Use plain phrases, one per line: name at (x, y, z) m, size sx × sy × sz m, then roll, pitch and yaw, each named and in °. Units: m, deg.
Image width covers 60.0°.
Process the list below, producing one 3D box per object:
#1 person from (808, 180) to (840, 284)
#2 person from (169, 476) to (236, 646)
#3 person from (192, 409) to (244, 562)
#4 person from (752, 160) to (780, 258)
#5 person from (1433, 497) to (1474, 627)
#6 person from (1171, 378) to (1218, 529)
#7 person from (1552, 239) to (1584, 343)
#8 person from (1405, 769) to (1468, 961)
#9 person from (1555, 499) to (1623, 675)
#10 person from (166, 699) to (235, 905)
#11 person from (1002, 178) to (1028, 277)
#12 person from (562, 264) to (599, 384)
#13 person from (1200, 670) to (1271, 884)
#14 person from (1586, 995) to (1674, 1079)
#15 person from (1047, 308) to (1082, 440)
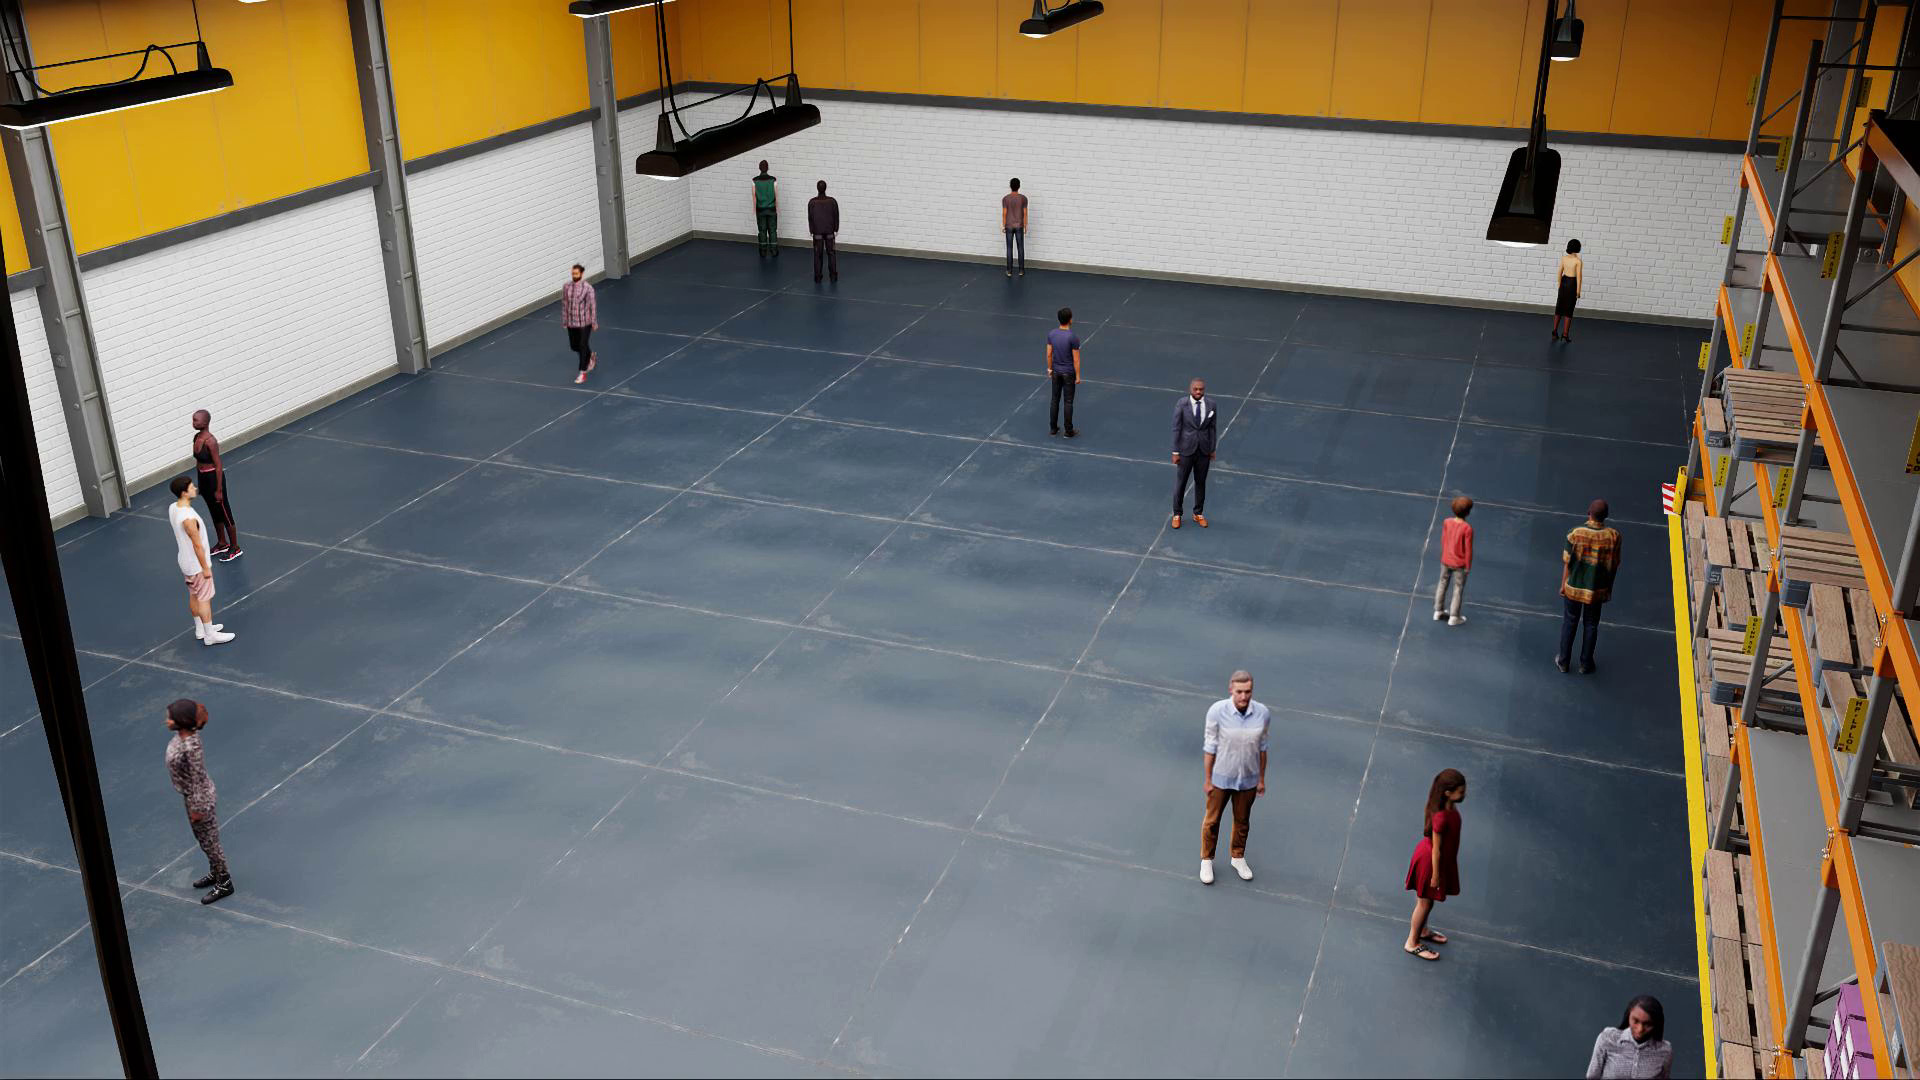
person at (-2.454, -5.556, 29.949) m, size 0.797 × 1.839 × 0.767 m, roll -3°, pitch 24°, yaw -8°
person at (-7.758, 0.203, 16.836) m, size 0.730 × 1.789 × 0.726 m, roll -20°, pitch 31°, yaw -38°
person at (-8.436, -0.642, 18.808) m, size 0.638 × 1.758 × 0.609 m, roll 16°, pitch 28°, yaw 32°
person at (-3.697, -6.330, 31.713) m, size 0.737 × 1.843 × 0.739 m, roll -2°, pitch 24°, yaw -5°
person at (5.137, 0.207, 17.293) m, size 0.623 × 1.416 × 0.600 m, roll -19°, pitch 30°, yaw -37°
person at (2.764, -1.050, 19.659) m, size 0.789 × 1.824 × 0.769 m, roll -3°, pitch 24°, yaw -7°
person at (9.735, -4.003, 26.627) m, size 0.710 × 1.653 × 0.673 m, roll -15°, pitch 28°, yaw -30°
person at (3.489, 2.348, 12.226) m, size 0.608 × 1.550 × 0.548 m, roll 10°, pitch 25°, yaw 21°
person at (6.118, 0.449, 16.250) m, size 0.714 × 1.807 × 0.673 m, roll 6°, pitch 24°, yaw 14°
person at (-5.879, 1.992, 12.837) m, size 0.727 × 1.714 × 0.683 m, roll -15°, pitch 28°, yaw -31°
person at (1.001, -5.734, 30.432) m, size 0.692 × 1.779 × 0.670 m, roll -1°, pitch 24°, yaw -2°
person at (-5.655, -3.270, 24.841) m, size 0.675 × 1.740 × 1.018 m, roll 8°, pitch 25°, yaw 17°
person at (2.145, 1.830, 13.067) m, size 0.768 × 1.827 × 0.748 m, roll -3°, pitch 24°, yaw -6°
person at (3.850, 3.363, 9.688) m, size 0.599 × 1.724 × 0.526 m, roll 10°, pitch 26°, yaw 22°
person at (1.393, -2.263, 22.471) m, size 0.670 × 1.793 × 0.575 m, roll 12°, pitch 26°, yaw 26°
